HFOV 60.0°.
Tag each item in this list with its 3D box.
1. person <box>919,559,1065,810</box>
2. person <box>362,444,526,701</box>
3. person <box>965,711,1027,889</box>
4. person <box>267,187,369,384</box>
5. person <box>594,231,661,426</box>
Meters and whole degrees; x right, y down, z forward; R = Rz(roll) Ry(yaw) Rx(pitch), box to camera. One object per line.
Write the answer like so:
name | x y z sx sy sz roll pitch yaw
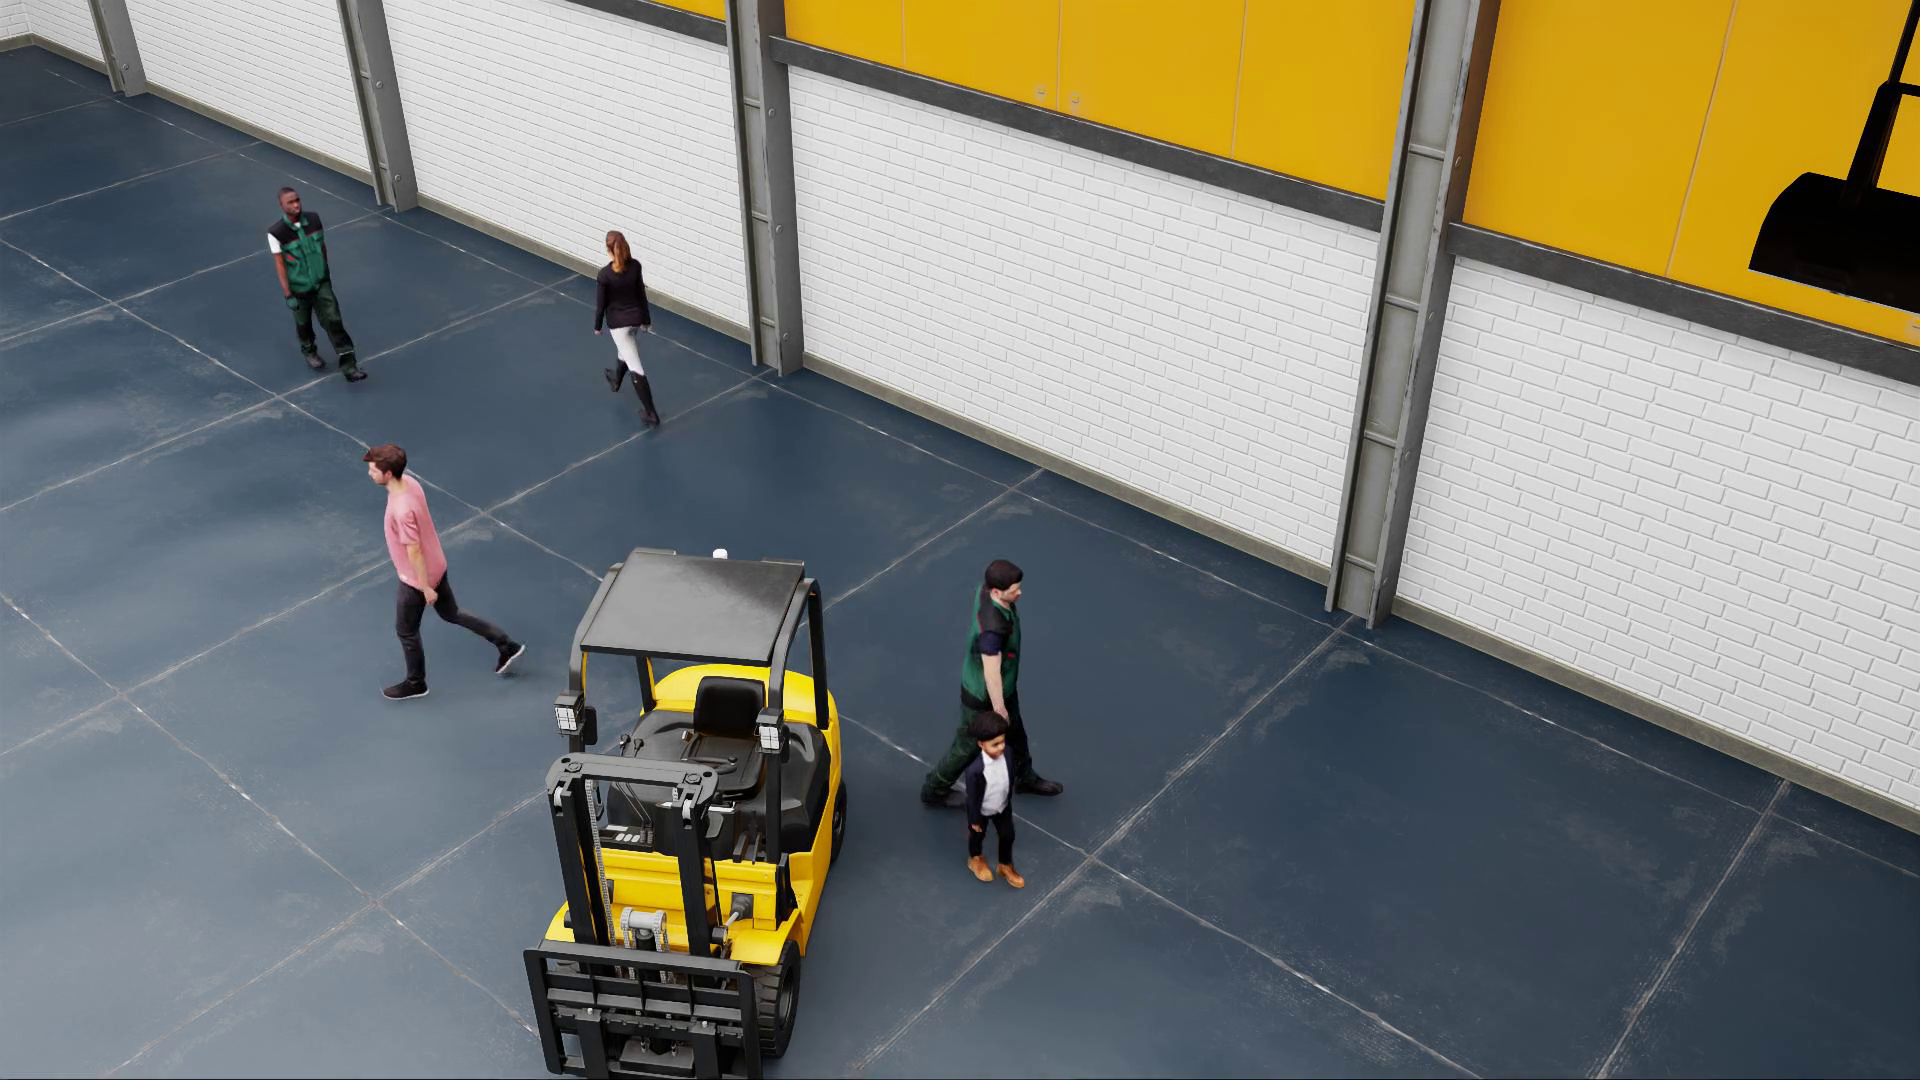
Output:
person | 0.084 0.890 9.930 1.285 1.858 1.175 1 34 1
person | -3.421 0.205 10.899 1.176 1.925 1.172 -5 34 -8
person | 0.129 1.471 9.639 0.590 1.212 0.664 -18 38 -25
person | -5.831 -2.259 14.741 1.178 1.776 0.708 26 42 34
person | -2.776 -1.745 14.054 0.696 1.681 1.173 -26 42 -34
